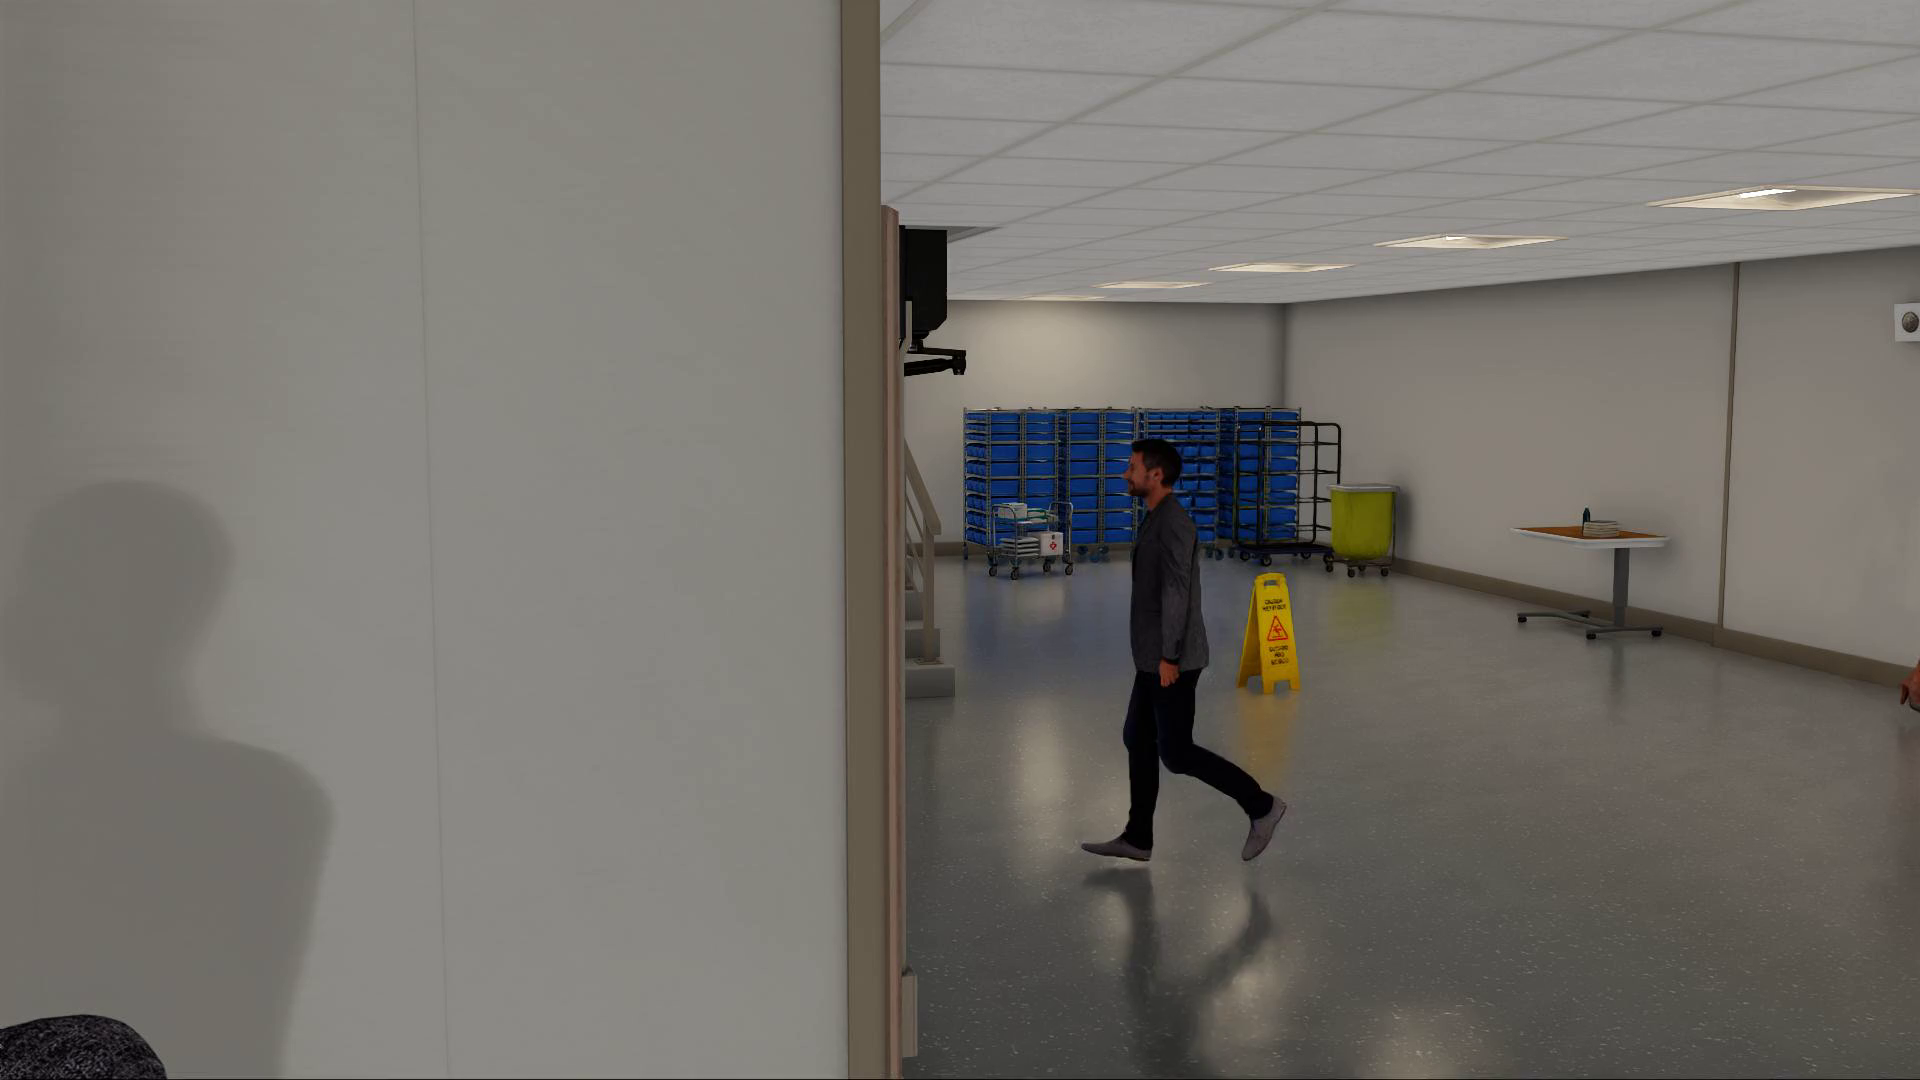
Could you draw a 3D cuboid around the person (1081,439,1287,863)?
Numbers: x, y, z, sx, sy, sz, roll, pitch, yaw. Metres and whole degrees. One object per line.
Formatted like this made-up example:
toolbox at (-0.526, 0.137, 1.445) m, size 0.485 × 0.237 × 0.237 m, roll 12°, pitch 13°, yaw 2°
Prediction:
person at (0.977, 0.505, 7.126) m, size 0.904 × 1.846 × 1.095 m, roll 0°, pitch 6°, yaw -2°
